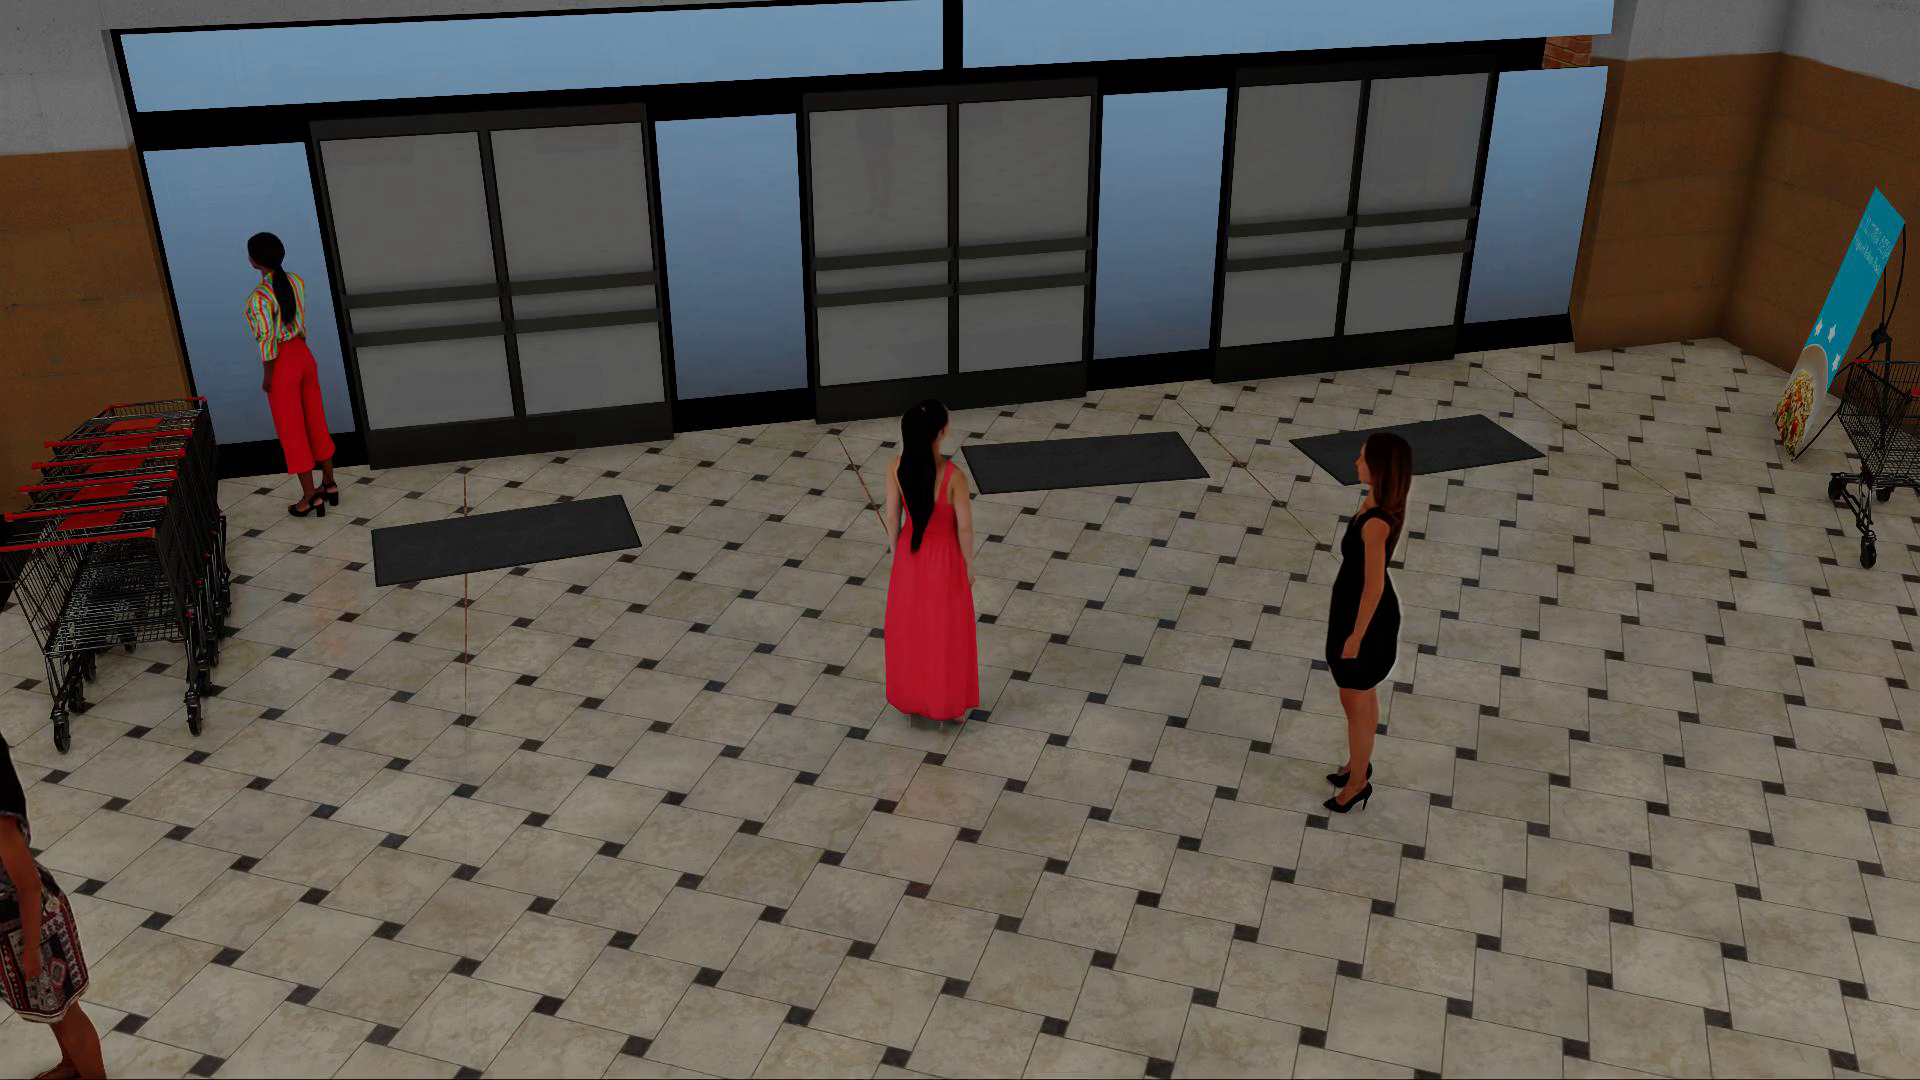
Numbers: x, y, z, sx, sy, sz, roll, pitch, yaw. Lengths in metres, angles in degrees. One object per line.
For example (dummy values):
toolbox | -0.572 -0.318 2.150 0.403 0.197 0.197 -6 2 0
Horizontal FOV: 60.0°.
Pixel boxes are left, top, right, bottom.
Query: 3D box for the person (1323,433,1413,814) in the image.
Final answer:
person | 1.776 0.386 7.318 0.727 1.834 0.630 8 28 16

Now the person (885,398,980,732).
person | -0.145 0.133 7.938 0.715 1.726 0.749 10 28 18

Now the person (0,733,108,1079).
person | -3.219 1.304 5.717 0.784 1.645 0.640 -23 35 -37

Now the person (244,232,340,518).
person | -4.059 -0.996 10.089 0.736 1.793 0.631 7 28 14
